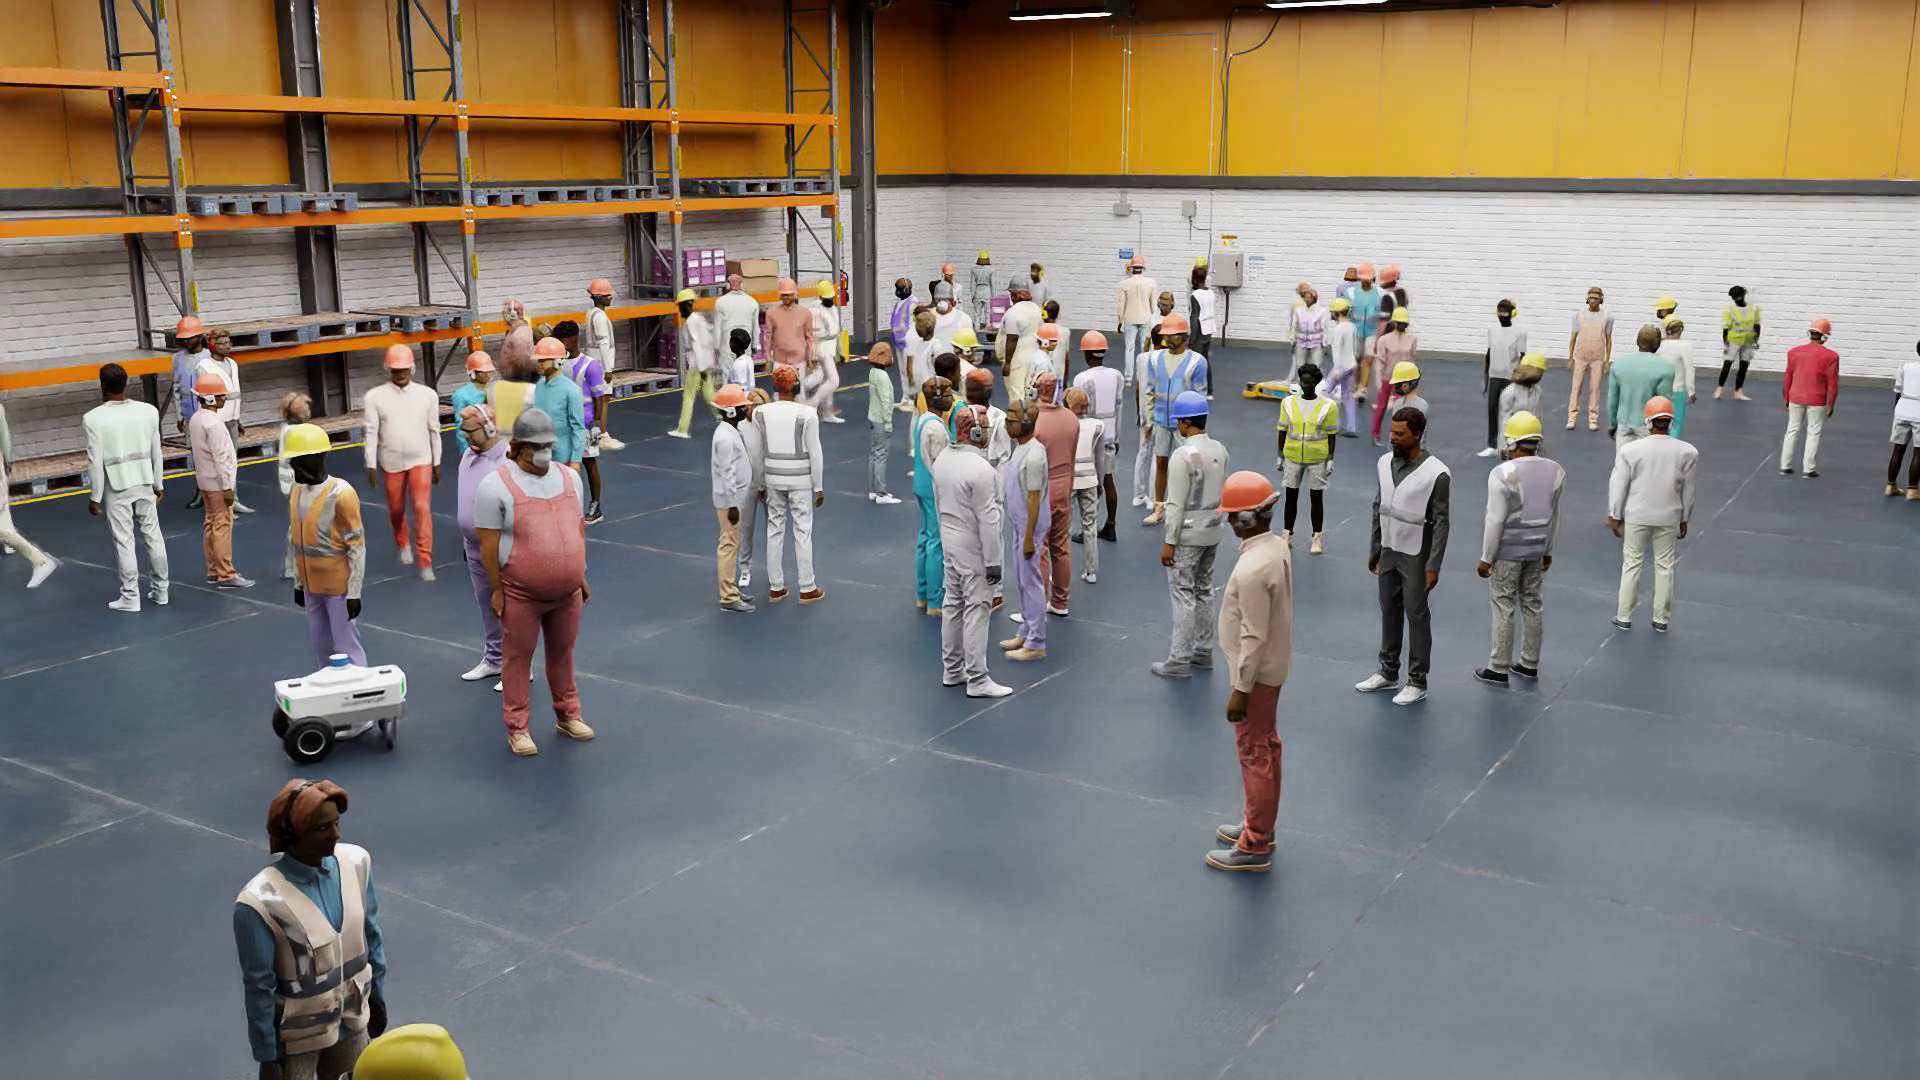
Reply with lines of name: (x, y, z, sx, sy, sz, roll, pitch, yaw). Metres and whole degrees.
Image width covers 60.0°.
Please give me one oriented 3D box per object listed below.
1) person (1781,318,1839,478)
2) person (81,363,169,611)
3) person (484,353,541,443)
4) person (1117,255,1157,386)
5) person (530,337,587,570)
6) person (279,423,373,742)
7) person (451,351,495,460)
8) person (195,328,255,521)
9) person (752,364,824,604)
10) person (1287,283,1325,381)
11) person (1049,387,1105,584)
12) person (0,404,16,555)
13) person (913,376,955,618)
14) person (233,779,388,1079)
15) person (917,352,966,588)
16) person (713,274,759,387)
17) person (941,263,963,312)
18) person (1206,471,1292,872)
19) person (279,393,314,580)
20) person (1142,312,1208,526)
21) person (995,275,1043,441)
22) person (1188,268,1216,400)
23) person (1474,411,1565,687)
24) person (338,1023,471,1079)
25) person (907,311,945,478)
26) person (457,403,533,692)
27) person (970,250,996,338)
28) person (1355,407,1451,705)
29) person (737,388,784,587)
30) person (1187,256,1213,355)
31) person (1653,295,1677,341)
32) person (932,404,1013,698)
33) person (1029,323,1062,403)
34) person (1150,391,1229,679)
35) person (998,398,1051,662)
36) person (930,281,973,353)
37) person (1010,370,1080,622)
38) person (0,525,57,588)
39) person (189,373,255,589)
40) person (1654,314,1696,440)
person: (9.311, -1.555, 18.209, 0.354, 1.740, 0.569, -11, 17, -39)
person: (-6.418, -0.404, 12.824, 0.392, 1.920, 0.587, 9, 15, 33)
person: (-3.783, -0.696, 14.352, 0.715, 1.811, 0.432, 4, 14, 17)
person: (2.705, -3.353, 25.449, 0.611, 1.996, 0.379, -1, 13, -6)
person: (-3.388, -0.708, 13.977, 0.610, 1.996, 0.379, 11, 17, 39)
person: (-3.808, 0.252, 9.962, 0.594, 1.924, 0.382, 9, 16, 33)
person: (-4.307, -0.837, 15.066, 0.326, 1.752, 0.561, 8, 15, 31)
person: (-7.153, -1.126, 16.114, 0.396, 1.847, 0.565, 2, 13, 7)
person: (-1.336, -0.431, 13.024, 0.574, 1.883, 0.355, 4, 14, 16)
person: (5.255, -3.084, 25.169, 0.548, 1.602, 0.498, 4, 14, 18)
person: (0.943, -0.434, 13.589, 0.518, 1.632, 0.313, -4, 13, -15)
person: (-8.543, -0.648, 14.499, 0.512, 1.640, 0.307, -10, 16, -36)
person: (-0.177, -0.328, 12.659, 0.342, 1.846, 0.508, -4, 14, -17)
person: (-1.986, 1.513, 5.149, 0.315, 1.632, 0.514, 6, 14, 26)
person: (-0.136, -0.569, 13.542, 0.377, 1.917, 0.600, -9, 16, -35)
person: (-3.070, -2.680, 22.765, 0.651, 1.894, 0.401, -7, 15, -29)
person: (-0.198, -3.661, 27.316, 0.562, 1.752, 0.324, -7, 15, -29)
person: (1.419, 0.641, 8.148, 0.399, 1.984, 0.609, 5, 14, 21)
person: (-5.388, -0.413, 13.549, 0.360, 1.606, 0.668, -5, 14, -20)
person: (2.010, -1.113, 15.629, 0.609, 2.044, 0.395, 8, 15, 31)
person: (0.694, -2.257, 20.595, 0.538, 2.000, 0.682, 8, 15, 32)
person: (3.456, -2.946, 23.896, 0.411, 1.907, 0.593, 8, 15, 30)
person: (3.678, 0.059, 11.007, 0.599, 1.830, 0.404, -6, 14, -23)
person: (-1.124, 1.832, 3.484, 0.339, 1.761, 0.524, -2, 13, -8)
person: (-0.345, -1.542, 17.923, 0.345, 1.845, 0.506, -6, 14, -26)
person: (-3.084, 0.045, 10.920, 0.652, 1.899, 0.402, 11, 17, 41)
person: (0.445, -4.584, 31.342, 0.494, 1.743, 0.304, 3, 13, 15)
person: (2.871, 0.092, 10.677, 0.372, 1.916, 0.596, -7, 15, -29)
person: (-1.626, -0.430, 13.562, 0.507, 1.632, 0.268, -3, 13, -13)
person: (4.240, -4.129, 29.363, 0.487, 1.746, 0.288, 9, 16, 34)
person: (8.867, -2.199, 20.986, 0.358, 1.759, 0.541, 0, 13, -1)
person: (0.086, 0.071, 10.794, 0.410, 1.909, 0.643, -8, 15, -30)
person: (0.904, -1.420, 17.615, 0.347, 1.743, 0.566, 0, 13, 0)
person: (1.561, -0.035, 11.204, 0.421, 1.932, 0.623, 10, 16, 37)
person: (0.456, -0.073, 11.579, 0.339, 1.840, 0.504, -2, 13, -8)
person: (-0.203, -2.030, 19.610, 0.684, 2.000, 0.538, 2, 13, 9)
person: (0.607, -0.320, 12.486, 0.404, 1.911, 0.636, 12, 17, 41)
person: (-7.762, -0.442, 13.194, 0.927, 1.836, 0.509, -9, 16, -33)
person: (-6.027, -0.483, 13.530, 0.331, 1.750, 0.572, -11, 17, -39)
person: (8.017, -1.671, 18.757, 0.345, 1.730, 0.589, -5, 14, -21)
